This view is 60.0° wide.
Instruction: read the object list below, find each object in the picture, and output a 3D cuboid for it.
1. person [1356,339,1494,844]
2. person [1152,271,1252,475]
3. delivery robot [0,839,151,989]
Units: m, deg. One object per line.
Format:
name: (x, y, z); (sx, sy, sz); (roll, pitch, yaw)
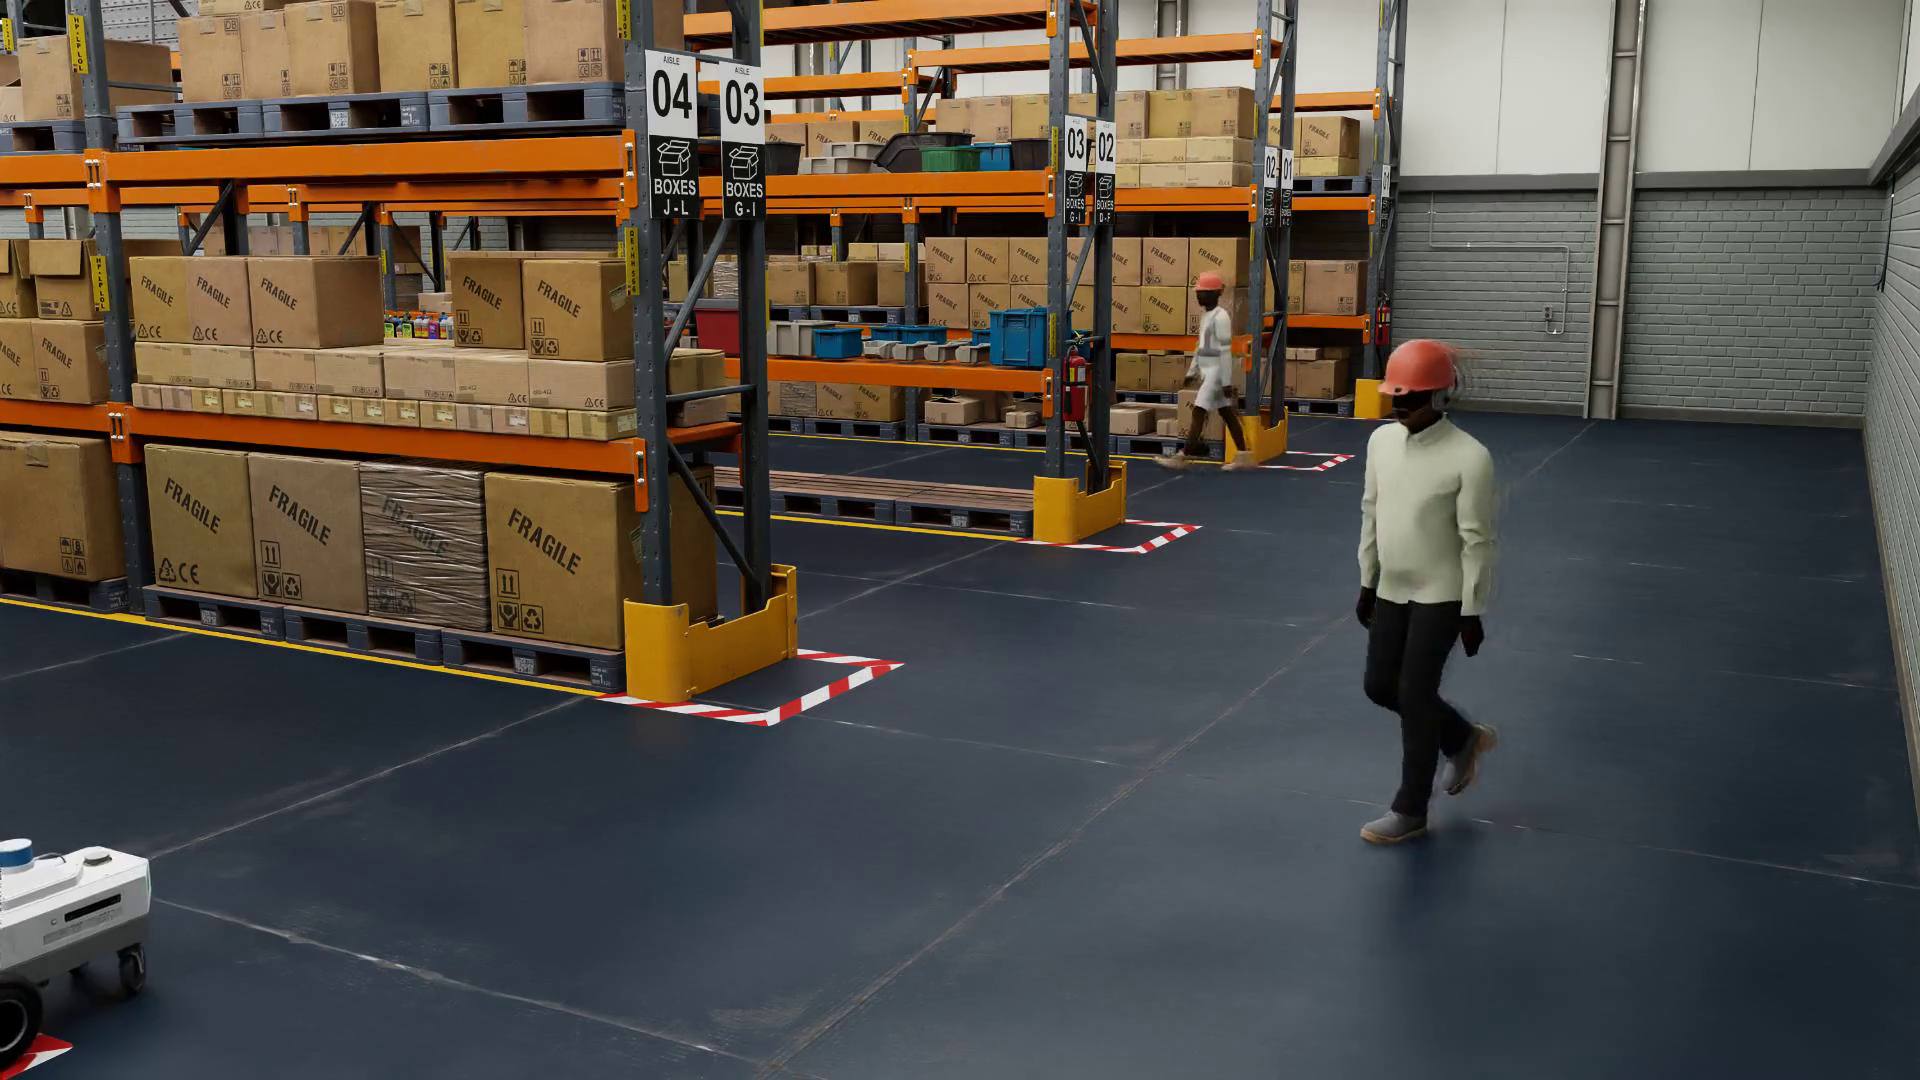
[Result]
person: (1.854, 0.190, 6.507); (0.646, 1.966, 0.613); (-5, 12, -27)
person: (2.436, -1.632, 16.367); (1.053, 1.990, 0.613); (0, 10, -1)
delivery robot: (-2.798, 1.134, 4.956); (0.477, 0.478, 0.707); (6, 12, 28)
